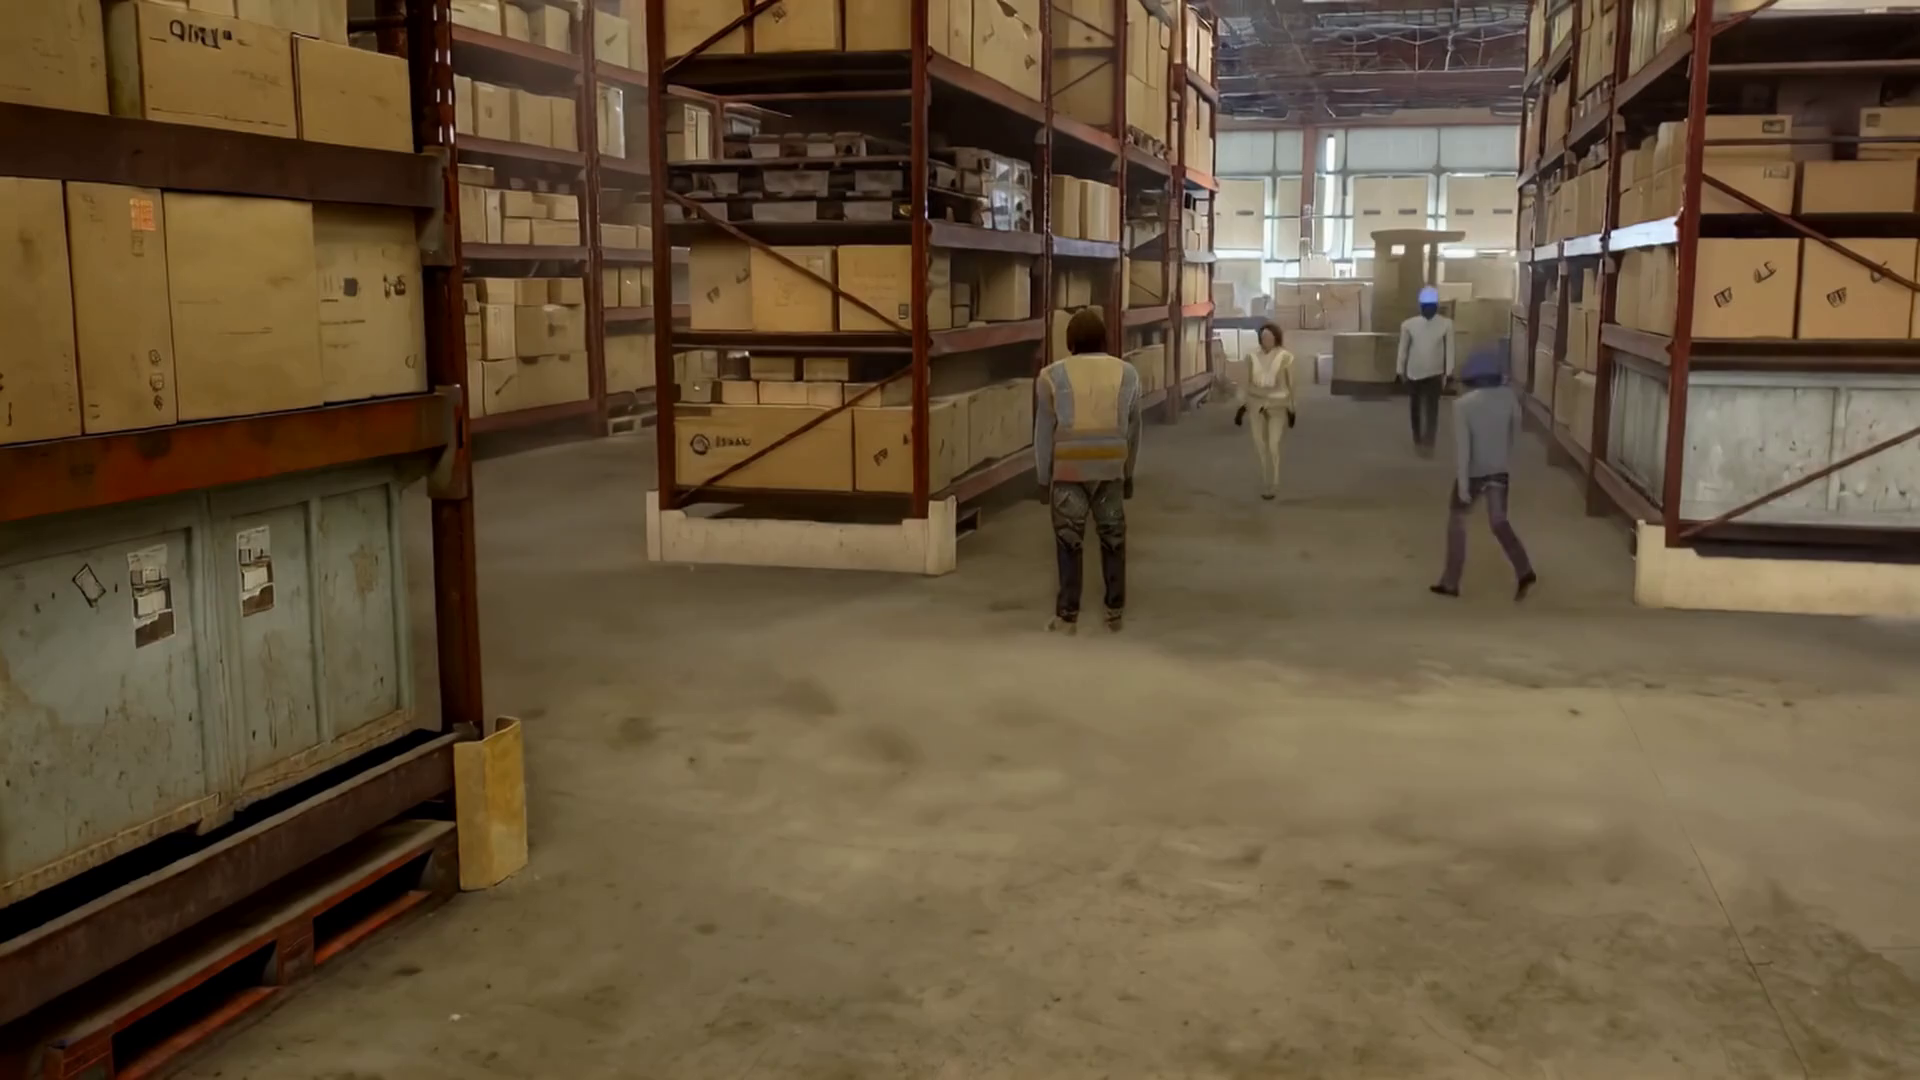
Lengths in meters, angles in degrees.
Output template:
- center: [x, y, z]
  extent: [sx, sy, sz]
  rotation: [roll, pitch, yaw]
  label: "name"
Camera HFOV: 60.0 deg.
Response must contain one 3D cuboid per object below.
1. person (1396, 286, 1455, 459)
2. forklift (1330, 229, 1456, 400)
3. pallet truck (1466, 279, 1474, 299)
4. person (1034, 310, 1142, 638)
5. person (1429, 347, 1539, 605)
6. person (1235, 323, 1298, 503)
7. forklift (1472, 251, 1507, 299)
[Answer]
- center: [5.298, -1.919, 18.965]
  extent: [0.621, 1.948, 1.039]
  rotation: [3, 9, 18]
  label: "person"
- center: [7.288, -3.799, 27.909]
  extent: [1.873, 2.768, 1.129]
  rotation: [-5, 10, -30]
  label: "forklift"
- center: [18.896, -8.459, 60.307]
  extent: [1.885, 1.965, 0.823]
  rotation: [5, 10, 31]
  label: "pallet truck"
- center: [0.706, -0.367, 9.392]
  extent: [0.624, 1.845, 0.430]
  rotation: [-2, 9, -13]
  label: "person"
- center: [3.297, -0.398, 10.334]
  extent: [0.505, 1.603, 0.713]
  rotation: [-3, 9, -19]
  label: "person"
- center: [2.736, -1.140, 15.008]
  extent: [0.535, 1.605, 0.744]
  rotation: [5, 10, 28]
  label: "person"
- center: [15.886, -7.282, 50.034]
  extent: [1.129, 2.768, 1.873]
  rotation: [-2, 9, -13]
  label: "forklift"
